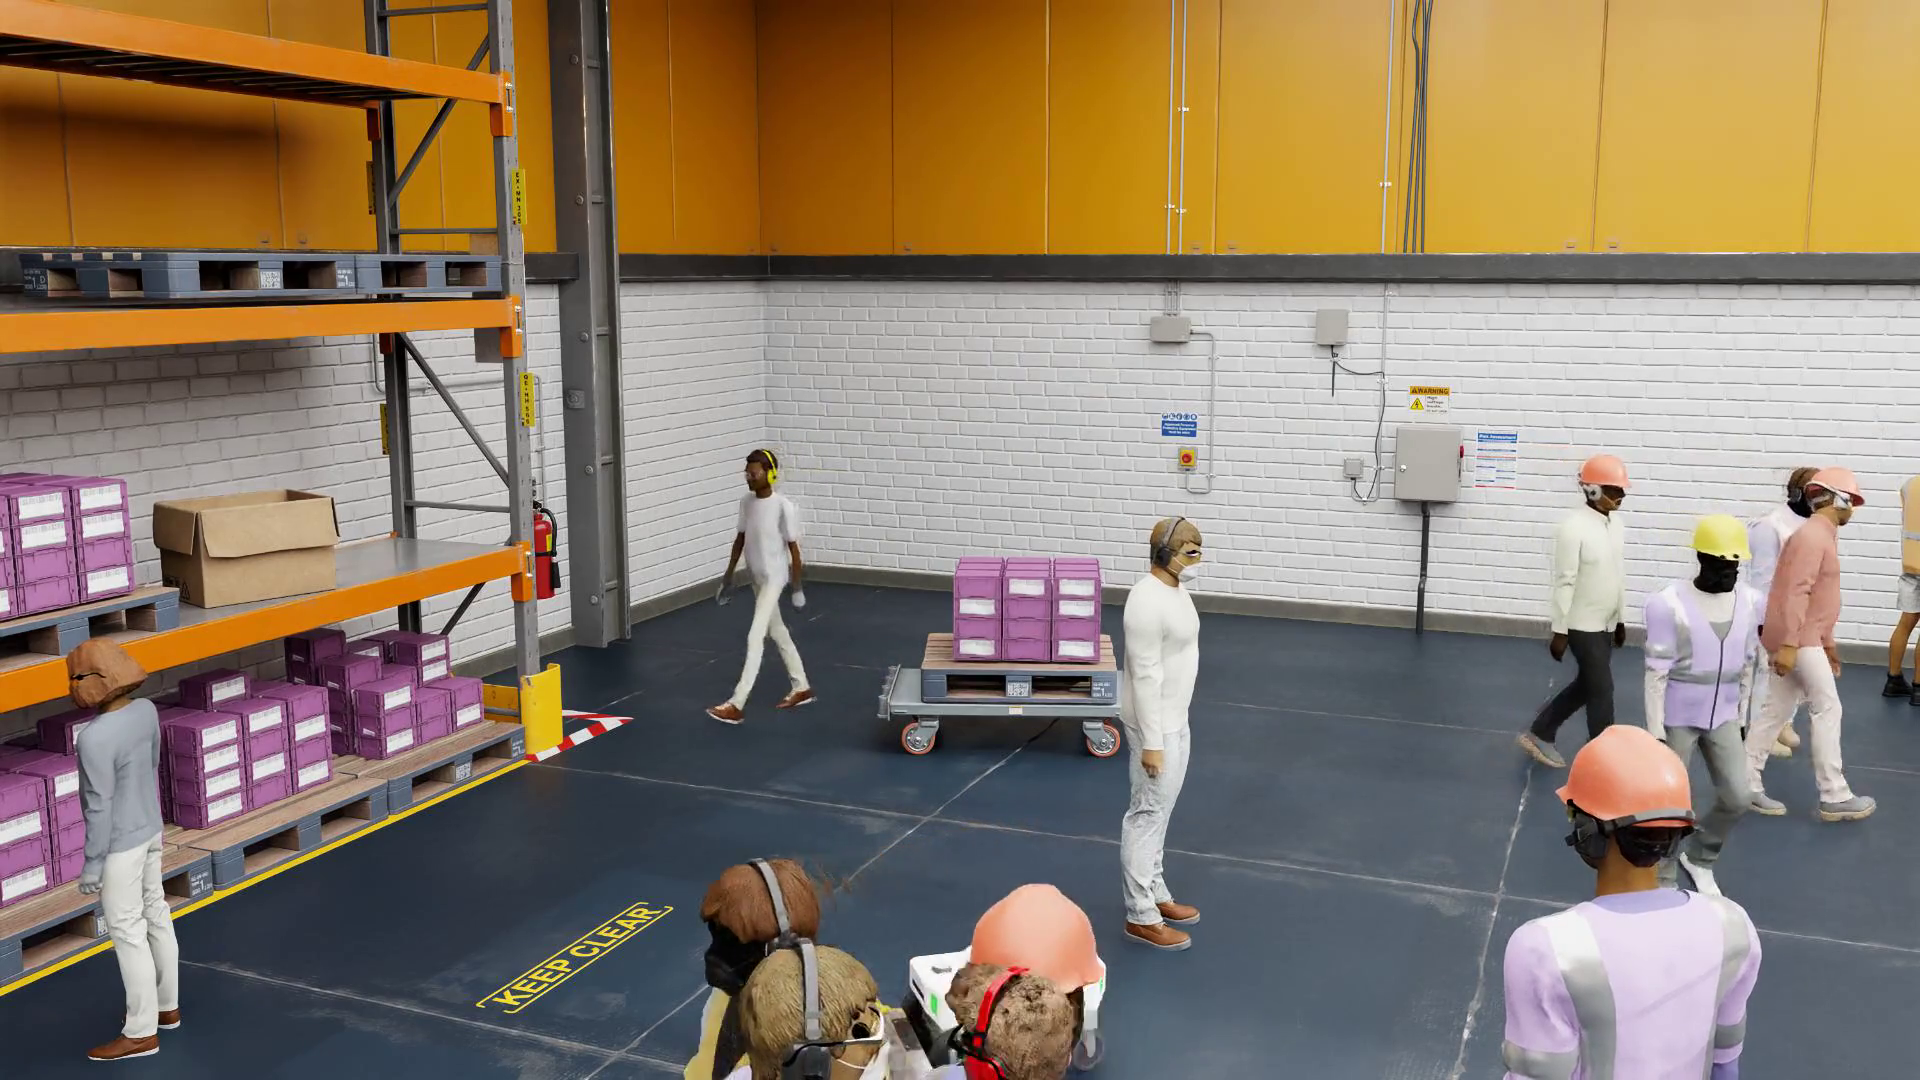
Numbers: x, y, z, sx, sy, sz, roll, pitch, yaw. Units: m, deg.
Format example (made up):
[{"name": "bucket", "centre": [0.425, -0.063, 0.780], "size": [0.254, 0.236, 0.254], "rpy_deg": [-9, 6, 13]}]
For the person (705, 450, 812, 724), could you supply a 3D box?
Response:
[{"name": "person", "centre": [-1.353, 0.299, 11.152], "size": [0.986, 1.818, 0.518], "rpy_deg": [-8, 13, -42]}]

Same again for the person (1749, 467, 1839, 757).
[{"name": "person", "centre": [5.137, 0.444, 10.273], "size": [0.691, 1.821, 0.444], "rpy_deg": [-4, 10, -22]}]

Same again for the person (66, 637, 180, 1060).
[{"name": "person", "centre": [-3.224, 1.174, 6.400], "size": [0.289, 1.633, 0.497], "rpy_deg": [0, 9, -2]}]

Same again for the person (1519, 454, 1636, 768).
[{"name": "person", "centre": [3.675, 0.463, 9.724], "size": [0.632, 1.964, 0.900], "rpy_deg": [-8, 12, -41]}]

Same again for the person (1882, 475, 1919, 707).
[{"name": "person", "centre": [6.707, 0.194, 11.465], "size": [0.375, 1.932, 0.544], "rpy_deg": [-1, 9, -8]}]

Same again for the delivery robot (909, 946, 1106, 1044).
[{"name": "delivery robot", "centre": [0.182, 1.685, 6.279], "size": [0.707, 0.478, 0.477], "rpy_deg": [-3, 10, -16]}]

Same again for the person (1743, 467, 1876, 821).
[{"name": "person", "centre": [4.712, 0.574, 9.147], "size": [0.799, 1.930, 0.686], "rpy_deg": [3, 10, 18]}]

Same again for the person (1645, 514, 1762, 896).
[{"name": "person", "centre": [3.437, 0.818, 7.730], "size": [0.596, 1.911, 0.458], "rpy_deg": [-1, 9, -8]}]

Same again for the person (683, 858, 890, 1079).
[{"name": "person", "centre": [-0.375, 1.546, 3.544], "size": [0.442, 1.828, 0.642], "rpy_deg": [-5, 10, -26]}]

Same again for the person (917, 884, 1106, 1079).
[{"name": "person", "centre": [0.109, 1.589, 3.050], "size": [0.500, 1.911, 0.569], "rpy_deg": [-9, 13, -42]}]

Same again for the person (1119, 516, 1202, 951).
[{"name": "person", "centre": [0.911, 0.847, 7.482], "size": [0.371, 1.934, 0.627], "rpy_deg": [3, 10, 18]}]

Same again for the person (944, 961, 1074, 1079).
[{"name": "person", "centre": [0.159, 1.655, 2.974], "size": [0.593, 1.832, 0.396], "rpy_deg": [-4, 10, -25]}]

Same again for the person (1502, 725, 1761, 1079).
[{"name": "person", "centre": [1.429, 1.414, 3.708], "size": [0.607, 2.044, 0.378], "rpy_deg": [-3, 10, -19]}]

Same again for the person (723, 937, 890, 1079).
[{"name": "person", "centre": [-0.279, 1.609, 2.843], "size": [0.355, 1.936, 0.637], "rpy_deg": [-3, 10, -17]}]

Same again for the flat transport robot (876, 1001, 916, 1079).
[{"name": "flat transport robot", "centre": [-0.422, 1.950, 5.818], "size": [0.652, 0.197, 1.431], "rpy_deg": [-2, 10, -14]}]
